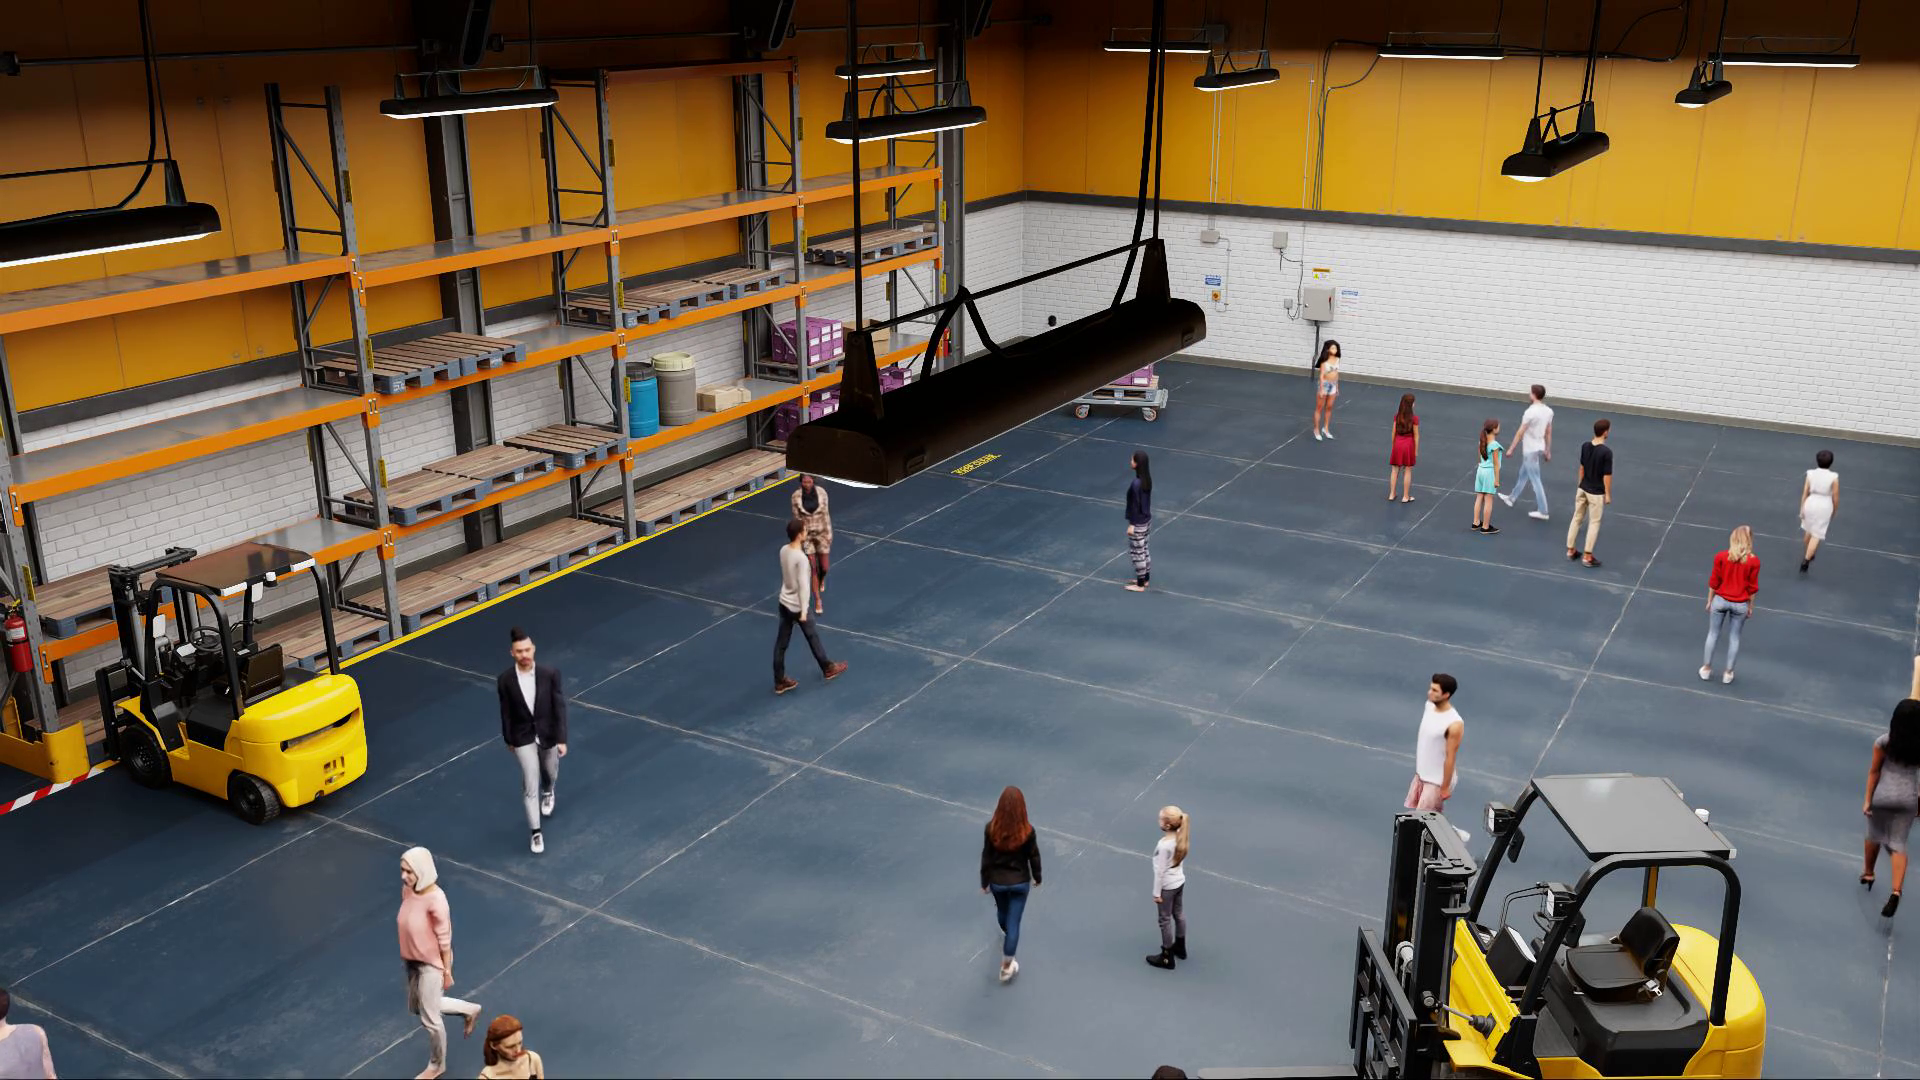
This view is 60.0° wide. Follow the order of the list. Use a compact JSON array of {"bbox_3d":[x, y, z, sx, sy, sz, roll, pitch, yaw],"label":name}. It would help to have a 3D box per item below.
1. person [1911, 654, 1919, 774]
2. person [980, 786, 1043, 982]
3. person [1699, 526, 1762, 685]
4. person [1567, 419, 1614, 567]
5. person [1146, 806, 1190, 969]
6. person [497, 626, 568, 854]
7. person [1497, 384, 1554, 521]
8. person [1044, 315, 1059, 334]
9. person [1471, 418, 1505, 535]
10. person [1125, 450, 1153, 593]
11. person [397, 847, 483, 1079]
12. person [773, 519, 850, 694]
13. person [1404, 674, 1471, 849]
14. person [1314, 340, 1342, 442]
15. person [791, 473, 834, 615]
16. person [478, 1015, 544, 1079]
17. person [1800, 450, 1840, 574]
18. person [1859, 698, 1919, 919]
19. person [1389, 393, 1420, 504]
[{"bbox_3d":[8.391,1.553,14.503,0.595,1.815,0.771,-13,23,-34],"label":"person"},{"bbox_3d":[0.356,2.534,12.172,0.788,1.444,1.019,3,19,10],"label":"person"},{"bbox_3d":[8.013,0.673,17.304,0.639,1.696,0.542,8,20,22],"label":"person"},{"bbox_3d":[7.918,-0.606,20.857,0.739,1.852,0.716,-9,21,-25],"label":"person"},{"bbox_3d":[1.570,2.560,12.362,0.578,1.274,0.458,14,23,36],"label":"person"},{"bbox_3d":[-3.612,1.618,14.151,1.191,1.918,1.243,-5,19,-15],"label":"person"},{"bbox_3d":[7.851,-1.150,22.555,1.188,1.798,1.003,-14,23,-36],"label":"person"},{"bbox_3d":[1.673,-3.466,30.285,0.542,1.255,0.560,4,19,11],"label":"person"},{"bbox_3d":[7.011,-0.867,22.090,0.699,1.558,0.650,-7,20,-21],"label":"person"},{"bbox_3d":[2.160,-0.238,19.950,0.667,1.733,0.445,10,21,27],"label":"person"},{"bbox_3d":[-3.463,2.769,11.059,0.685,1.709,0.888,15,24,38],"label":"person"},{"bbox_3d":[-1.762,0.703,17.004,1.168,1.830,0.904,-16,24,-40],"label":"person"},{"bbox_3d":[3.938,1.900,13.534,0.995,1.777,0.964,-3,19,-8],"label":"person"},{"bbox_3d":[5.861,-2.403,26.550,0.635,1.625,0.718,-11,21,-28],"label":"person"},{"bbox_3d":[-1.701,-0.024,19.262,0.857,1.767,0.945,-3,19,-9],"label":"person"},{"bbox_3d":[-2.551,3.372,9.429,0.844,1.606,0.775,-16,24,-39],"label":"person"},{"bbox_3d":[10.576,-0.320,20.530,0.721,1.518,1.056,17,25,42],"label":"person"},{"bbox_3d":[7.289,2.107,12.959,0.746,1.751,1.122,6,20,18],"label":"person"},{"bbox_3d":[6.250,-1.308,23.408,0.552,1.554,0.610,12,22,32],"label":"person"}]
